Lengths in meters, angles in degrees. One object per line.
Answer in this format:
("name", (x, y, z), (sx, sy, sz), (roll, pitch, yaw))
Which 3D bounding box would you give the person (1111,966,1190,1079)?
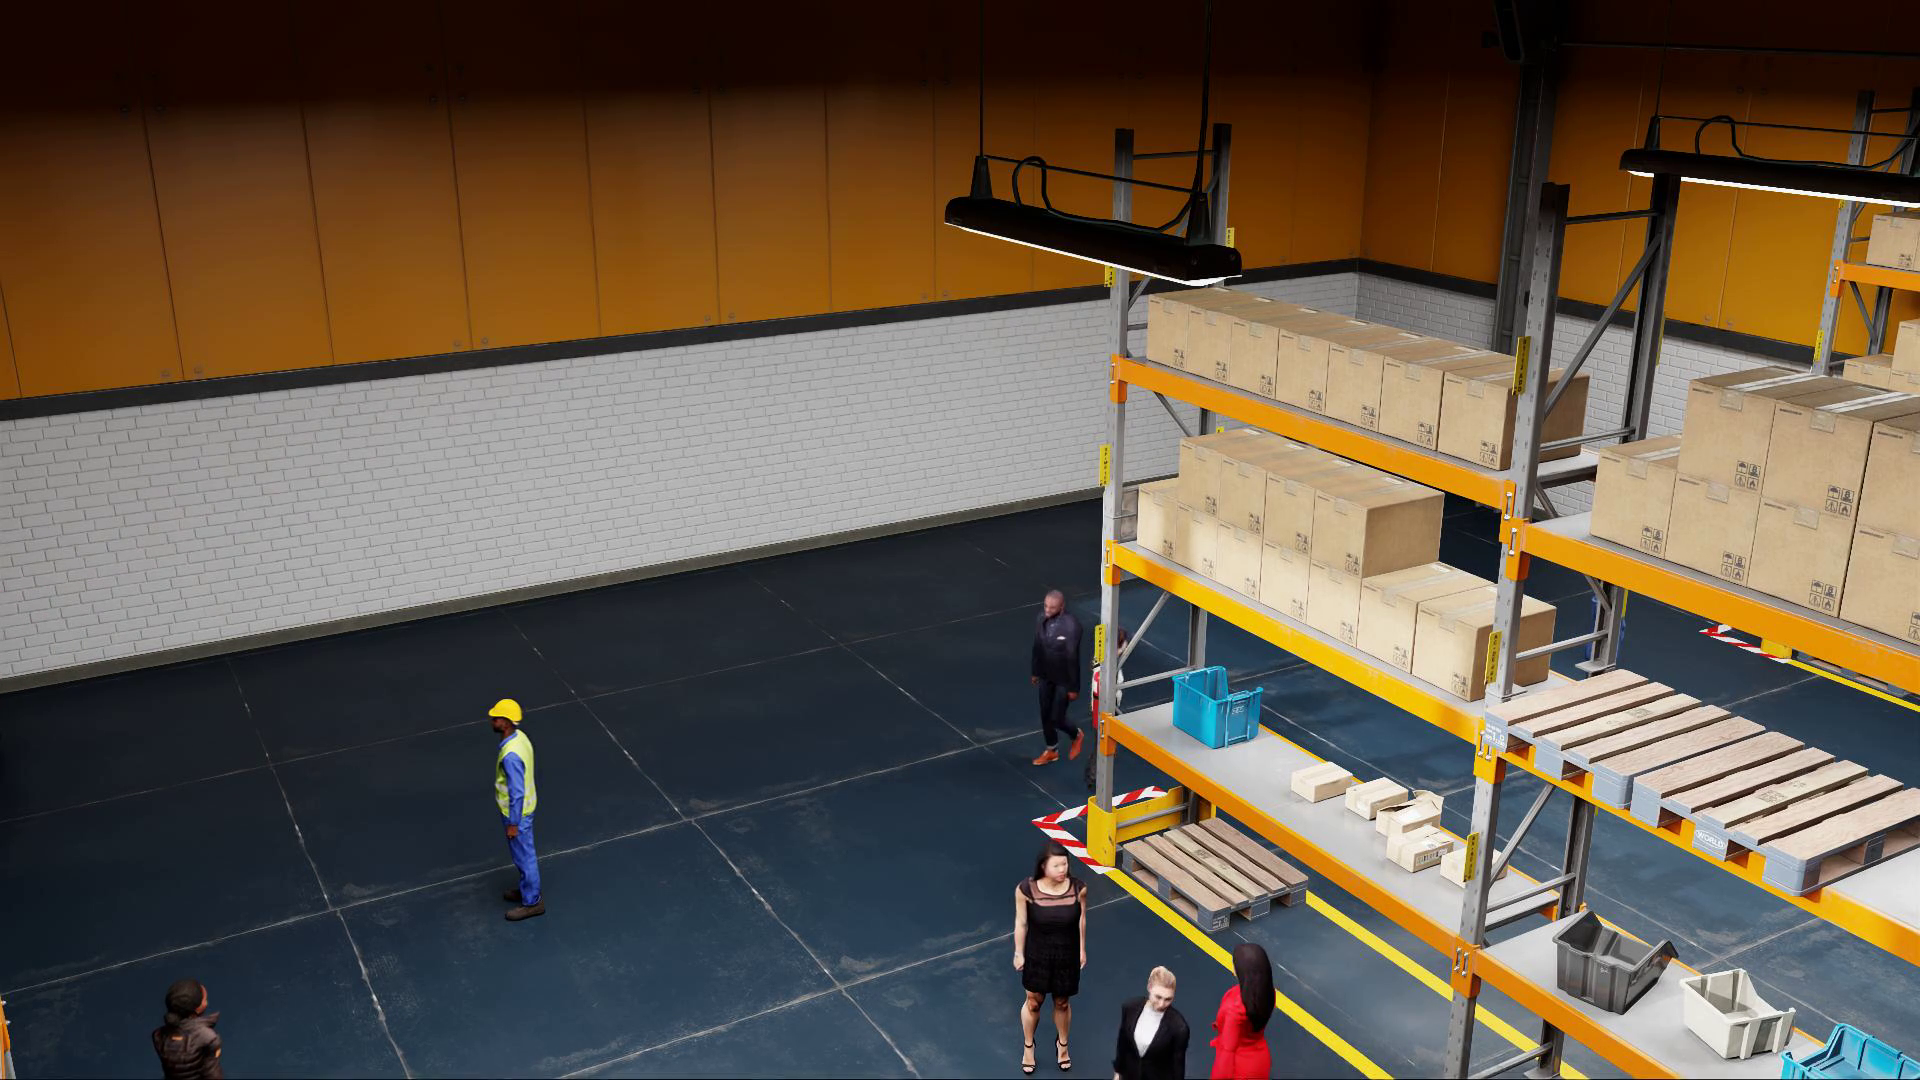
("person", (1.118, 3.219, 9.837), (0.749, 1.686, 0.841), (15, 23, 37))

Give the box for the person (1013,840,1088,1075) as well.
("person", (0.600, 2.776, 11.098), (0.743, 1.721, 0.742), (-2, 19, -5))

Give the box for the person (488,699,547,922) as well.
("person", (-3.467, 2.088, 12.998), (0.791, 1.812, 0.614), (-4, 19, -12))

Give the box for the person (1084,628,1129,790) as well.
("person", (1.288, 1.535, 15.023), (0.745, 1.569, 0.647), (-1, 19, -4))

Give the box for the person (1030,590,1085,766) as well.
("person", (0.966, 1.280, 15.421), (0.910, 1.798, 0.770), (-13, 23, -35))

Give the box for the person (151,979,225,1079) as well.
("person", (-4.429, 3.288, 9.663), (0.759, 1.666, 0.700), (-8, 20, -23))

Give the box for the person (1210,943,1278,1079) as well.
("person", (1.714, 3.173, 9.874), (0.657, 1.750, 0.680), (18, 25, 42))
